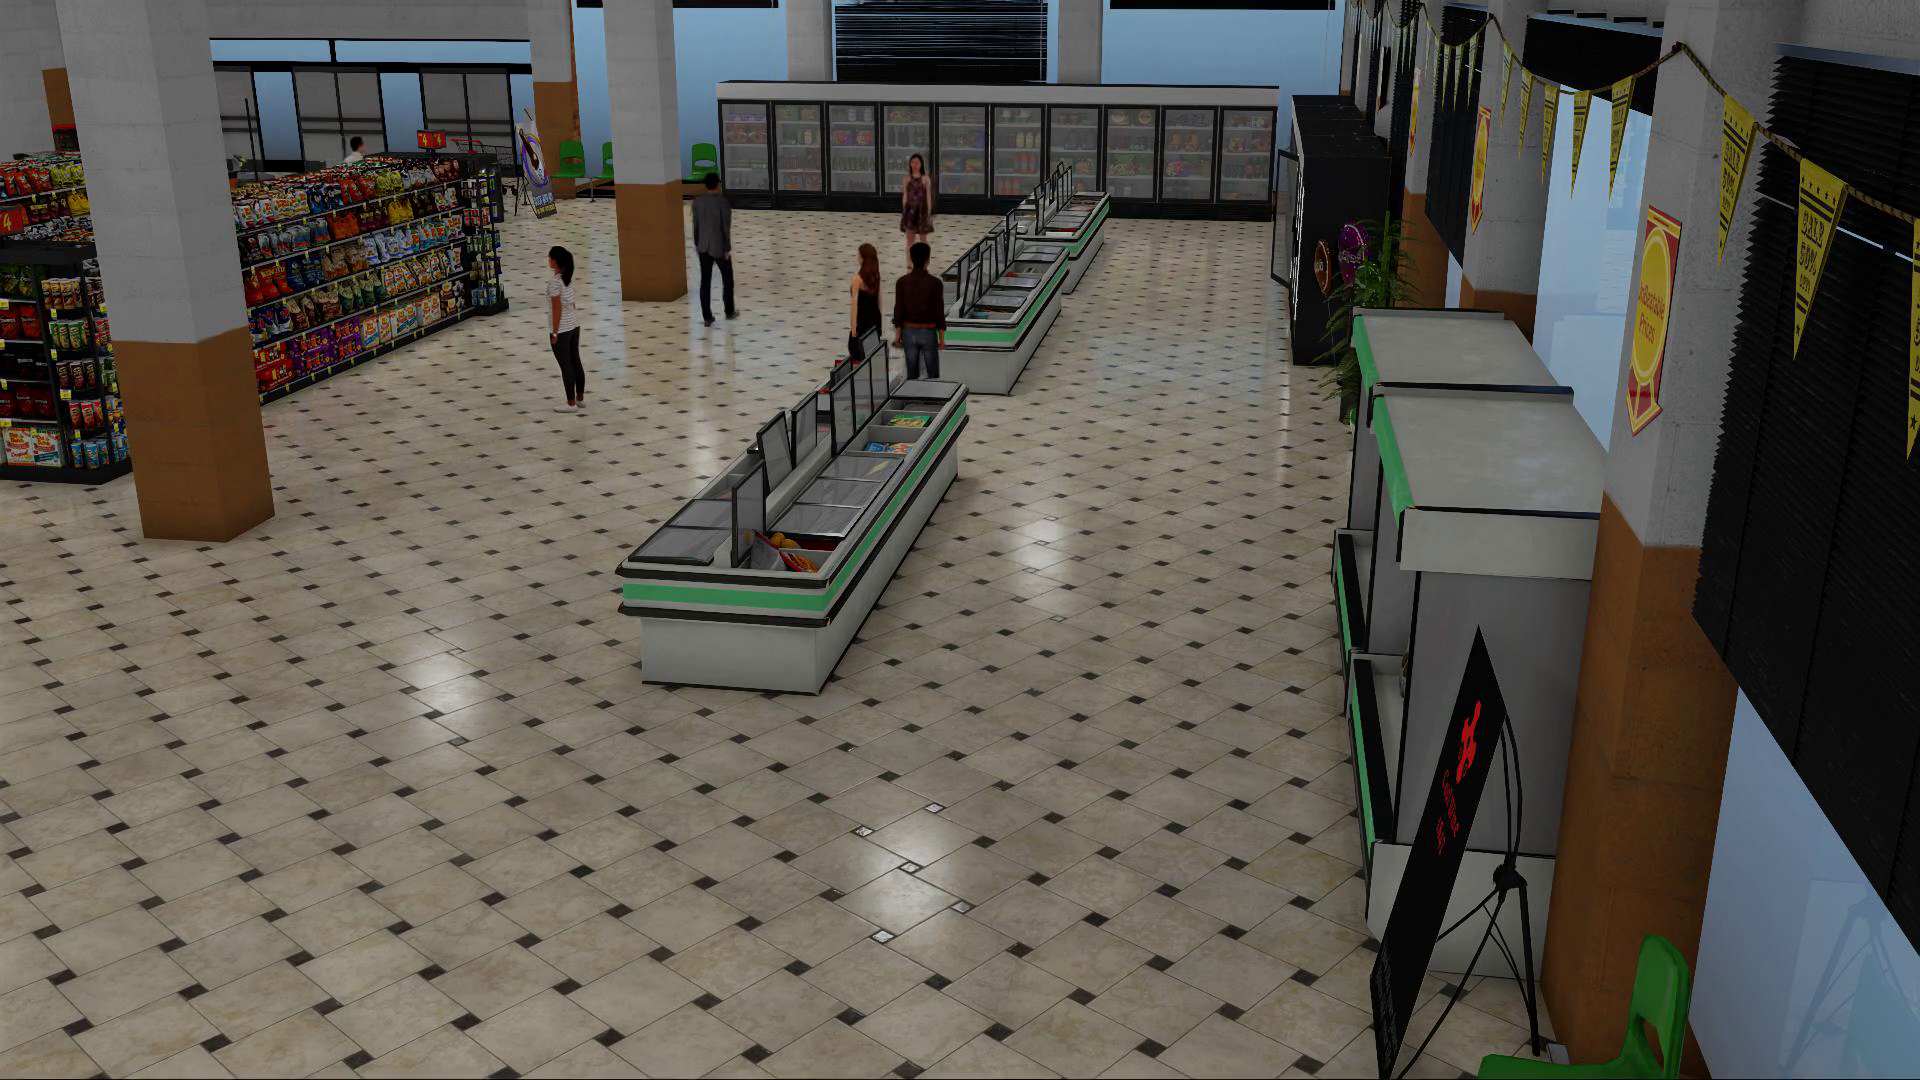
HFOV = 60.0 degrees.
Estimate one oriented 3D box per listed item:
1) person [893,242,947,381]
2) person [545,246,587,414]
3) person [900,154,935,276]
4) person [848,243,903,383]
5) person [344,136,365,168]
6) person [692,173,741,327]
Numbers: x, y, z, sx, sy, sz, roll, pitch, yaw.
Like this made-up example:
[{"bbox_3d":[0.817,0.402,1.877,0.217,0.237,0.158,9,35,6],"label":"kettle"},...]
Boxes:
[{"bbox_3d":[-0.403,-1.930,15.783,0.666,1.778,0.576,2,19,5],"label":"person"},{"bbox_3d":[-3.906,-2.091,16.468,0.649,1.646,0.496,6,19,17],"label":"person"},{"bbox_3d":[-0.584,-4.598,23.801,0.606,1.710,1.175,3,19,9],"label":"person"},{"bbox_3d":[-0.869,-2.151,16.702,0.877,1.611,0.896,14,23,36],"label":"person"},{"bbox_3d":[-9.424,-5.342,25.892,1.095,1.786,0.999,-16,25,-40],"label":"person"},{"bbox_3d":[-3.073,-3.562,20.519,0.711,1.846,0.886,4,19,11],"label":"person"}]
